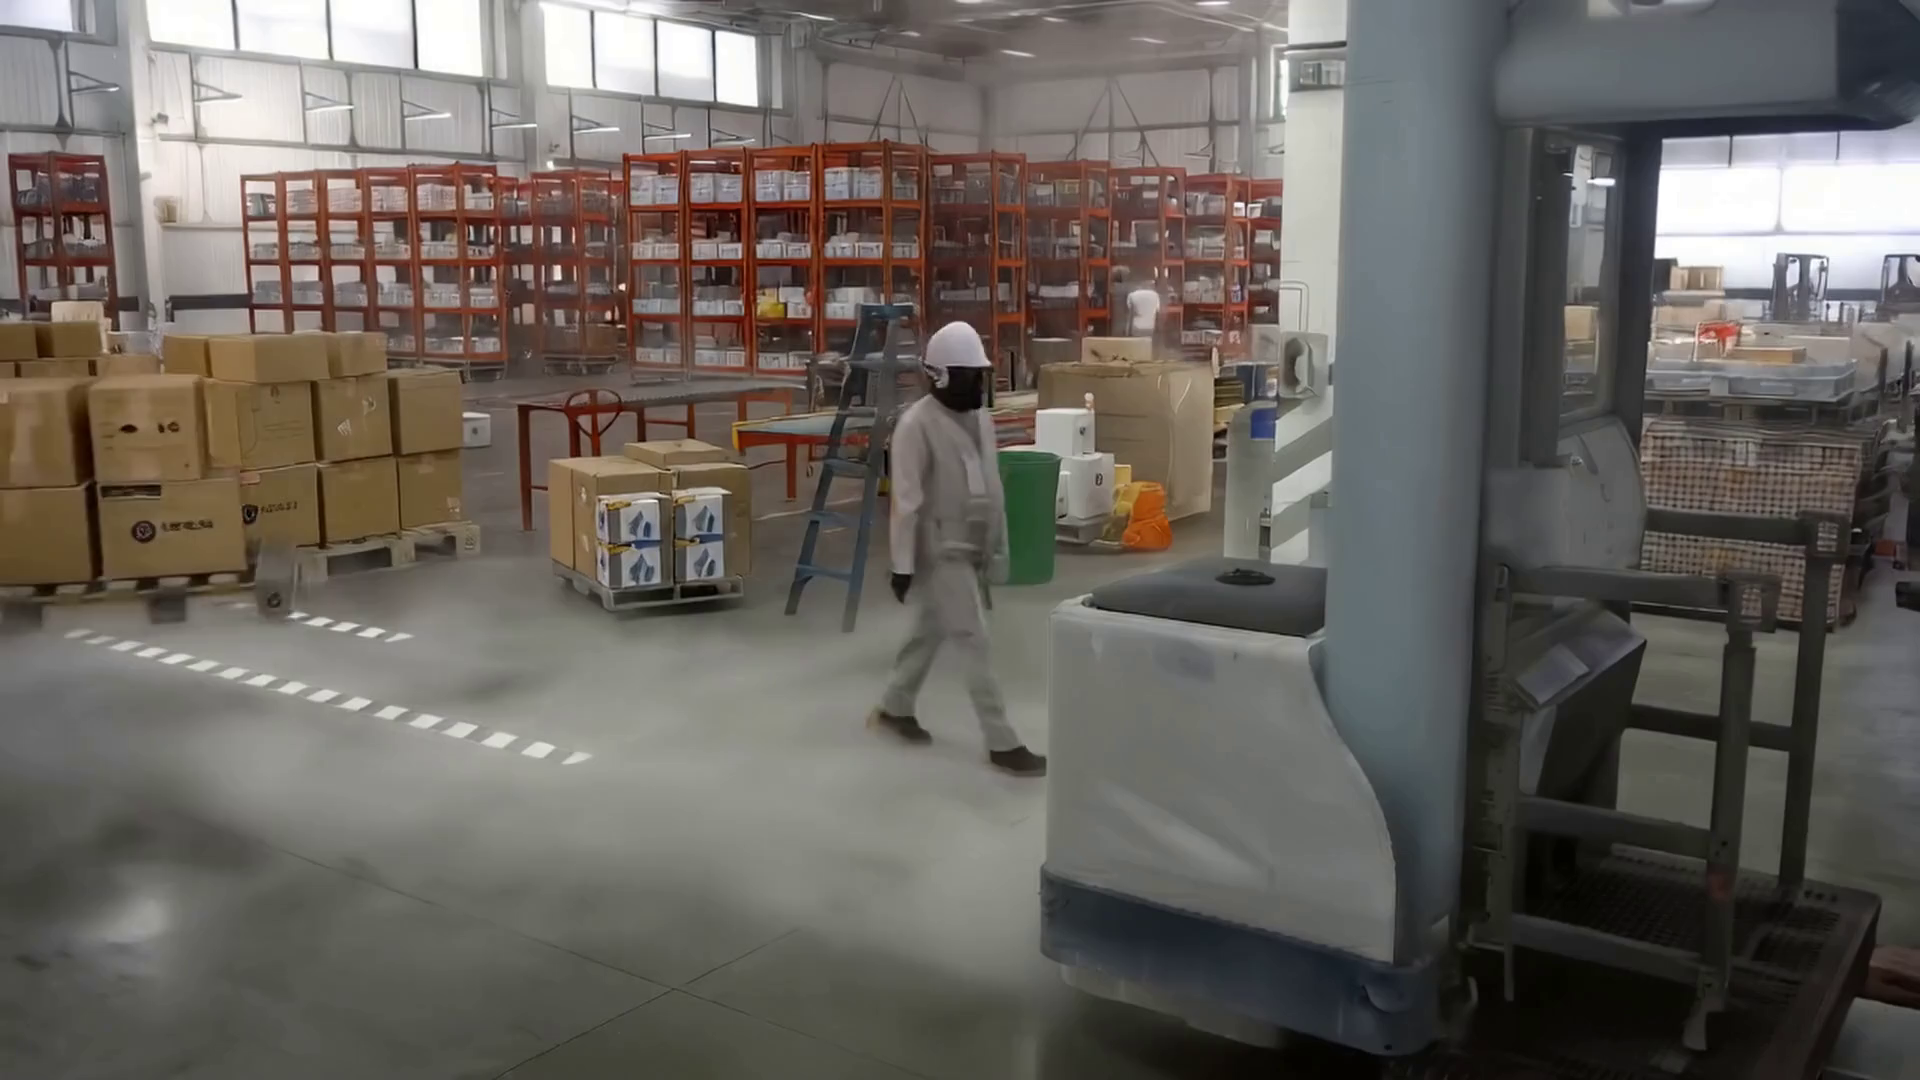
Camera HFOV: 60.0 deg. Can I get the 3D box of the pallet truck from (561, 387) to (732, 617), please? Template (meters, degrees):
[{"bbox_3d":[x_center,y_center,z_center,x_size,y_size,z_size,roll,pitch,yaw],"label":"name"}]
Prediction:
[{"bbox_3d":[-1.981,-0.274,10.088,0.680,1.201,1.601,-5,11,-28],"label":"pallet truck"}]

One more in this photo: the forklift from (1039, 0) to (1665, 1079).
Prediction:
[{"bbox_3d":[1.249,-0.137,4.360,1.873,2.768,1.129,7,12,35],"label":"forklift"}]

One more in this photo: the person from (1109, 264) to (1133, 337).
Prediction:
[{"bbox_3d":[2.629,-3.561,27.512,0.670,1.961,0.651,1,10,7],"label":"person"}]

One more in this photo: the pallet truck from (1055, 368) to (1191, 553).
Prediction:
[{"bbox_3d":[0.845,-0.609,11.869,1.630,1.274,0.653,7,12,35],"label":"pallet truck"}]

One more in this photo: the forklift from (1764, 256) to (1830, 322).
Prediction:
[{"bbox_3d":[20.253,-5.854,40.139,1.157,1.987,2.680,7,12,35],"label":"forklift"}]

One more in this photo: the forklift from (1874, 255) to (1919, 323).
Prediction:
[{"bbox_3d":[22.089,-5.634,38.796,1.157,1.987,2.680,6,11,33],"label":"forklift"}]

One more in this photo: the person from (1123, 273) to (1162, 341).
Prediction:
[{"bbox_3d":[2.923,-3.387,26.843,0.597,1.821,0.617,-3,10,-20],"label":"person"}]

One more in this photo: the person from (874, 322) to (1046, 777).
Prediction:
[{"bbox_3d":[-0.021,0.018,6.702,0.915,1.788,0.607,6,11,31],"label":"person"}]
